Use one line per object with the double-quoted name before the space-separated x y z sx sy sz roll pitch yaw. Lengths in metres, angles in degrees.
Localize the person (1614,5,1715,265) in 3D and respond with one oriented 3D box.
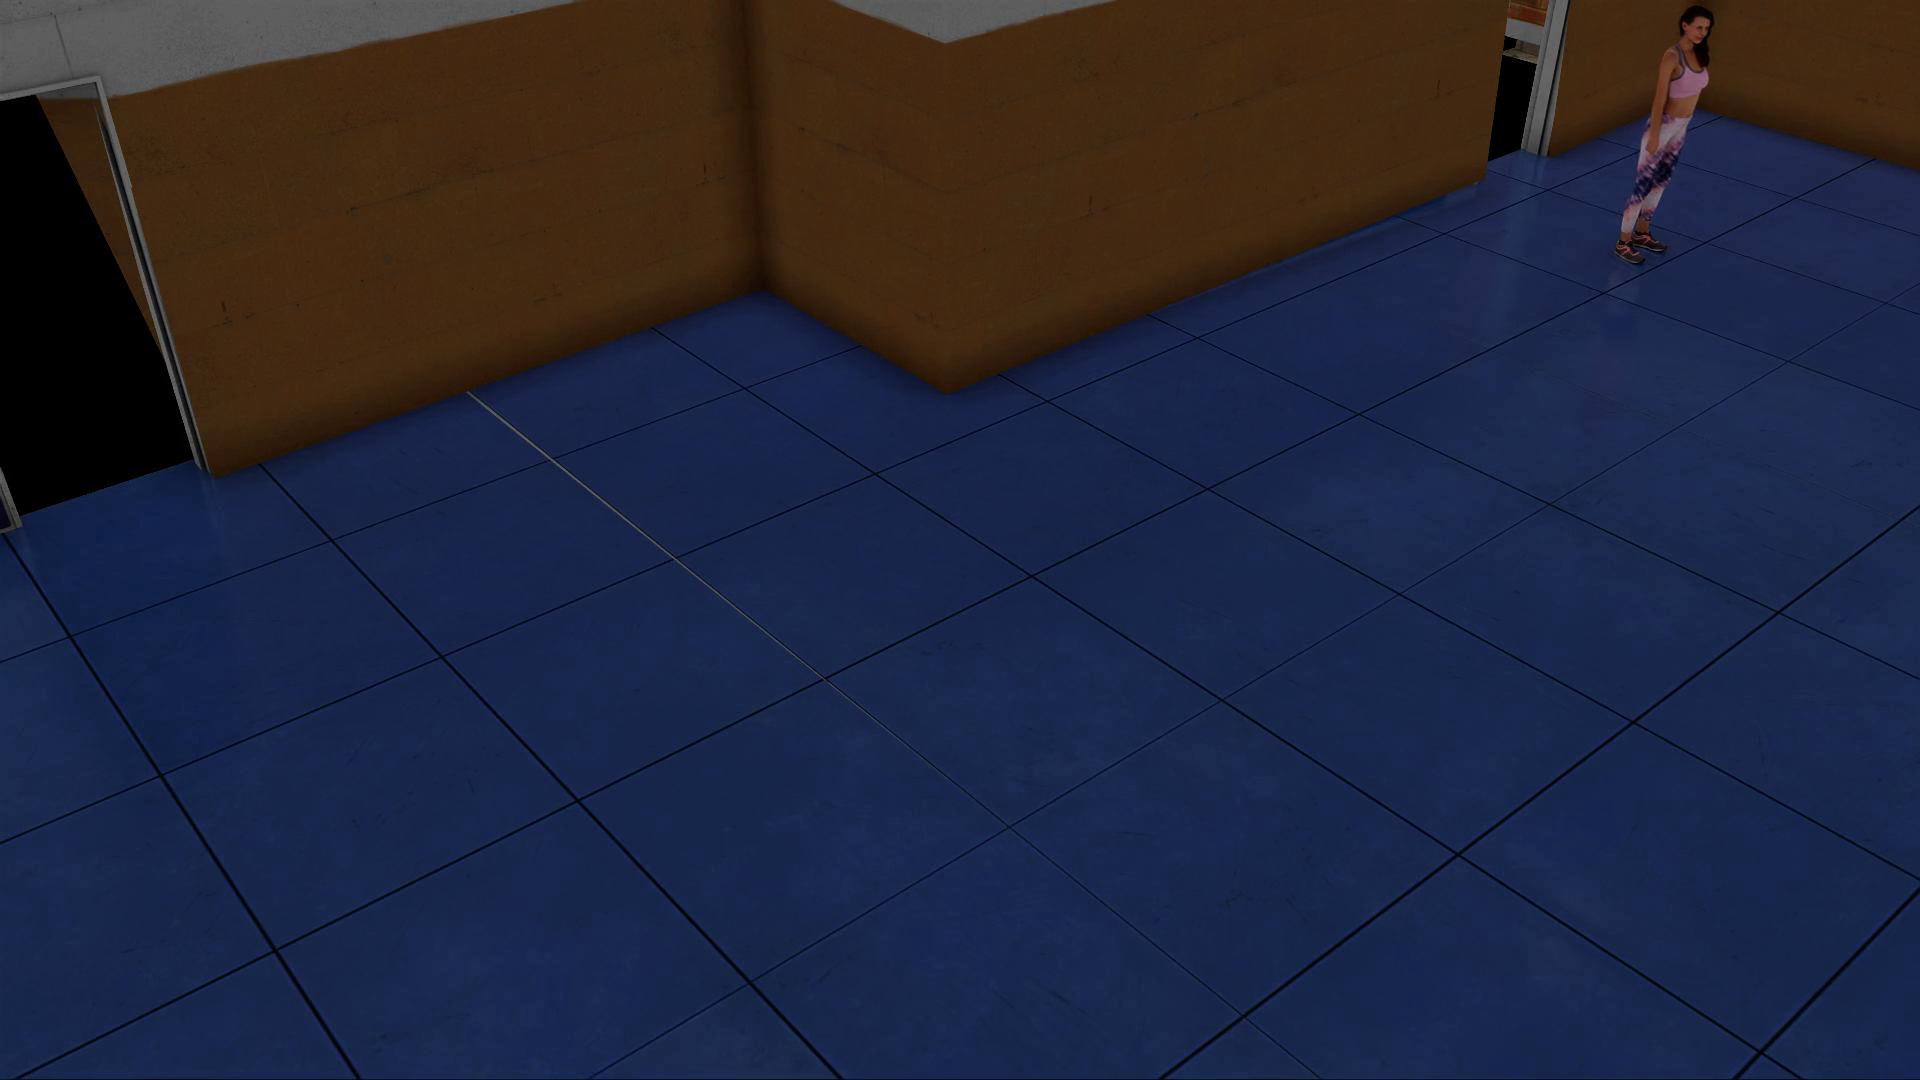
"person" 4.925 -2.835 11.599 0.597 1.769 0.519 -23 40 -31
